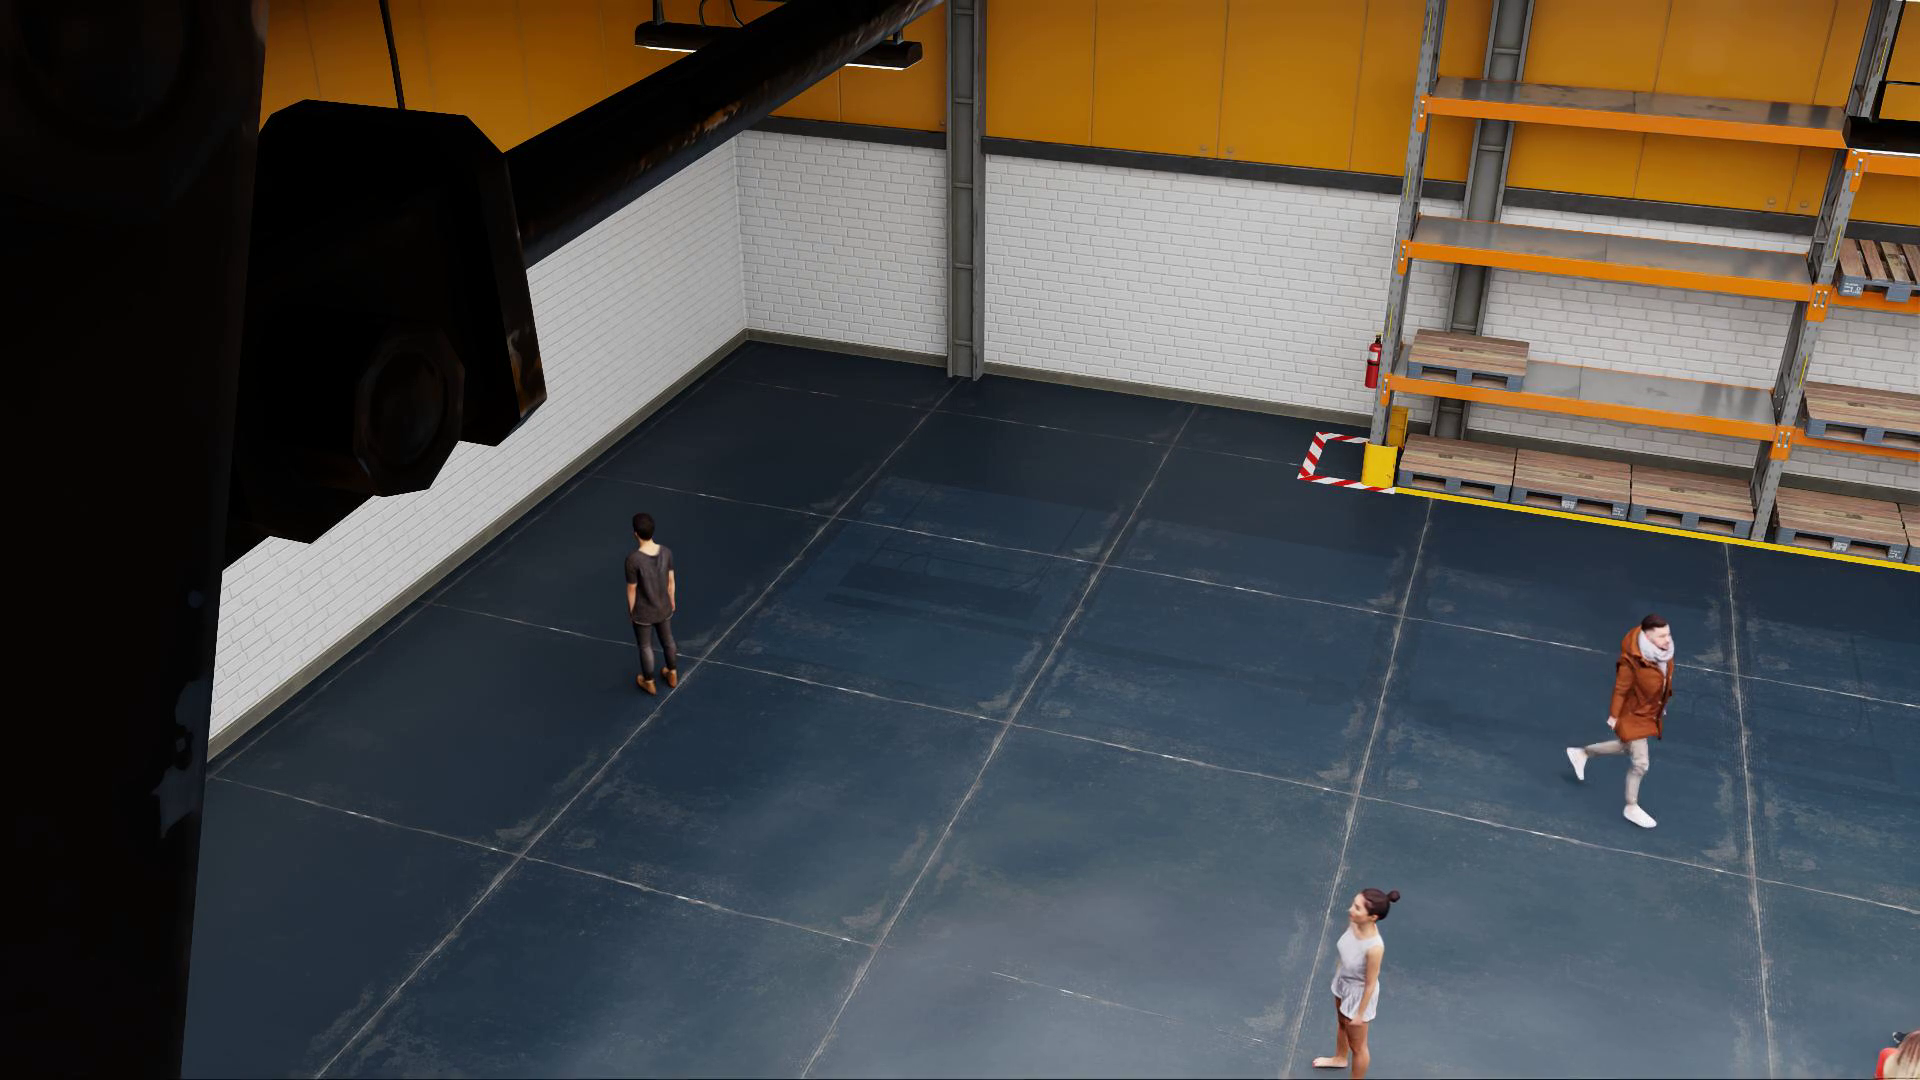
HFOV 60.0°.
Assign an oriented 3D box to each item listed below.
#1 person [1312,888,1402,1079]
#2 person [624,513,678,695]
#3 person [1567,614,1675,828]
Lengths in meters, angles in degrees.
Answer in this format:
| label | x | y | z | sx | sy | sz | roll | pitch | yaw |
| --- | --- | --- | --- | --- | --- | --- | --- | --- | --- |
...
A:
| label | x | y | z | sx | sy | sz | roll | pitch | yaw |
| --- | --- | --- | --- | --- | --- | --- | --- | --- | --- |
| person | 2.516 | 2.844 | 10.539 | 0.694 | 1.605 | 0.662 | -5 | 29 | -8 |
| person | -2.710 | 0.559 | 14.616 | 0.699 | 1.713 | 0.721 | -19 | 34 | -31 |
| person | 5.249 | 1.342 | 13.083 | 1.023 | 1.806 | 1.229 | -23 | 36 | -35 |
